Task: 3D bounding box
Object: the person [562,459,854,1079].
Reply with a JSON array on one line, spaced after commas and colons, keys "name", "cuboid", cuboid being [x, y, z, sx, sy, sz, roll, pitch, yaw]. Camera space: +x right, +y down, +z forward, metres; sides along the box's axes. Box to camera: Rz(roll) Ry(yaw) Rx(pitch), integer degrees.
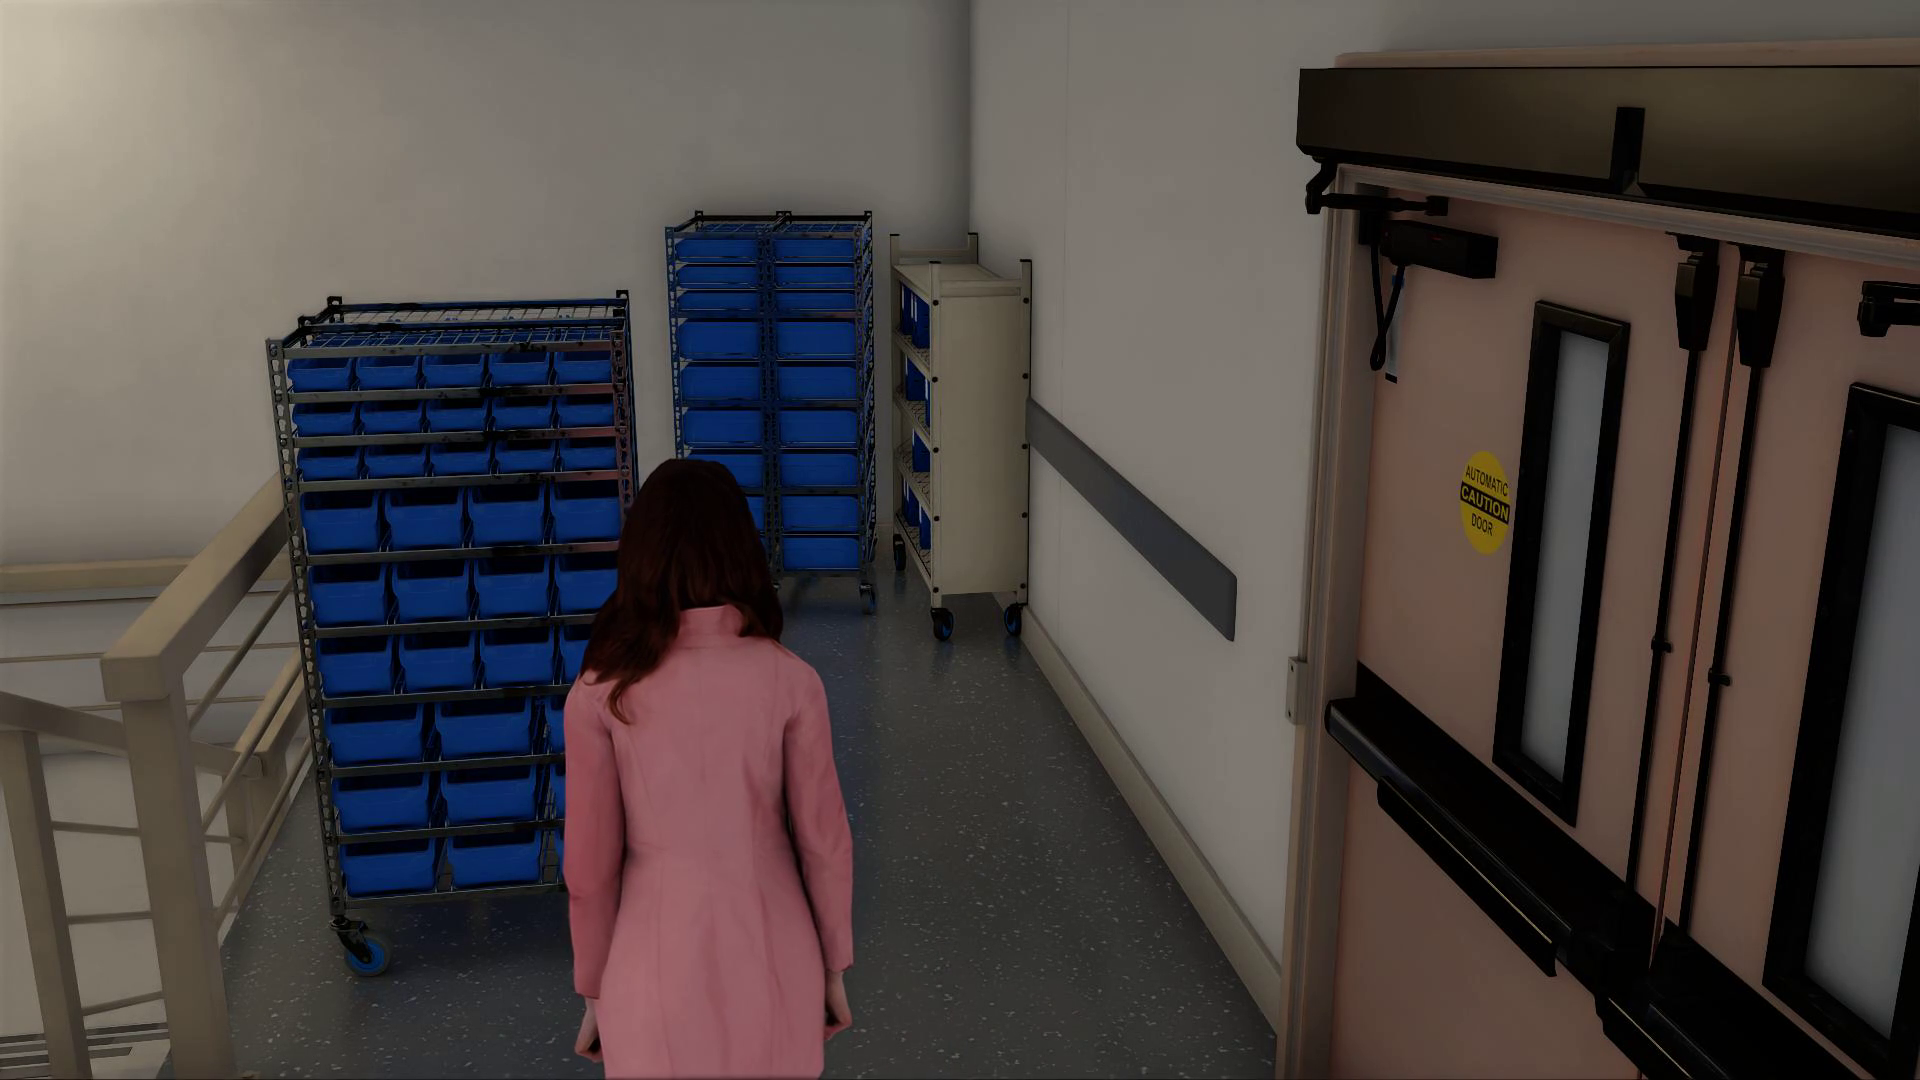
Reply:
[{"name": "person", "cuboid": [-0.418, 0.749, 2.771, 0.618, 1.802, 0.505, -3, 16, -11]}]
